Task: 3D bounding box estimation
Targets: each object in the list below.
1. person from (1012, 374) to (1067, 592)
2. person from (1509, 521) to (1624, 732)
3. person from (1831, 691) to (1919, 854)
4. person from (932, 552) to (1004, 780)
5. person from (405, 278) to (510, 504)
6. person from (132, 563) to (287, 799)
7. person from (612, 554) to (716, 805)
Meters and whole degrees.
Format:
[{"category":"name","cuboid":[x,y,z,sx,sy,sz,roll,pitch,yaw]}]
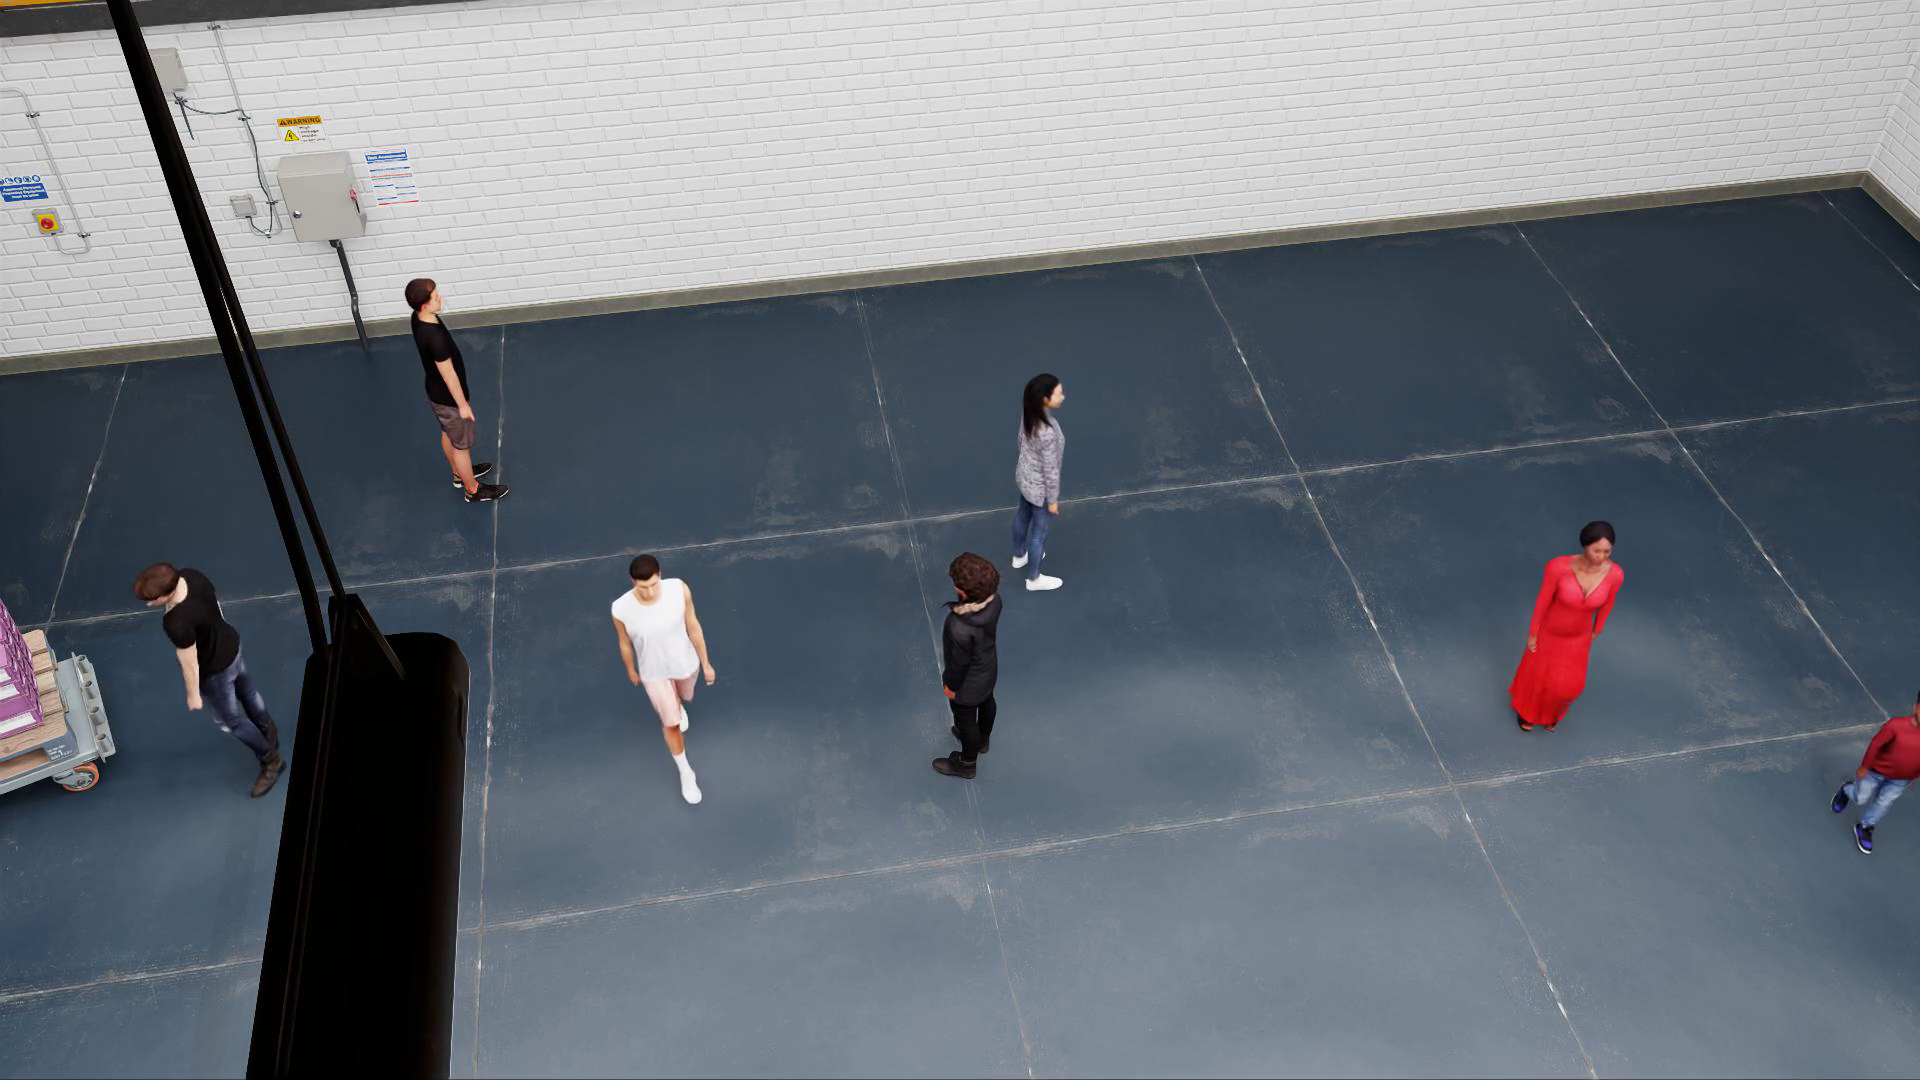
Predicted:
[{"category":"person","cuboid":[0.523,-0.406,11.181,0.707,1.732,0.514,-14,45,-14]},{"category":"person","cuboid":[3.686,0.502,10.199,0.733,1.772,0.795,8,44,8]},{"category":"person","cuboid":[5.457,1.284,9.757,0.629,1.249,0.722,9,44,9]},{"category":"person","cuboid":[0.075,0.753,9.929,0.799,1.781,0.723,19,47,19]},{"category":"person","cuboid":[-3.640,-1.068,11.782,0.820,1.861,0.663,-23,48,-22]},{"category":"person","cuboid":[-4.420,0.674,9.954,0.907,1.860,0.526,6,44,6]},{"category":"person","cuboid":[-1.775,0.676,10.032,0.869,1.750,1.196,-18,47,-18]}]
